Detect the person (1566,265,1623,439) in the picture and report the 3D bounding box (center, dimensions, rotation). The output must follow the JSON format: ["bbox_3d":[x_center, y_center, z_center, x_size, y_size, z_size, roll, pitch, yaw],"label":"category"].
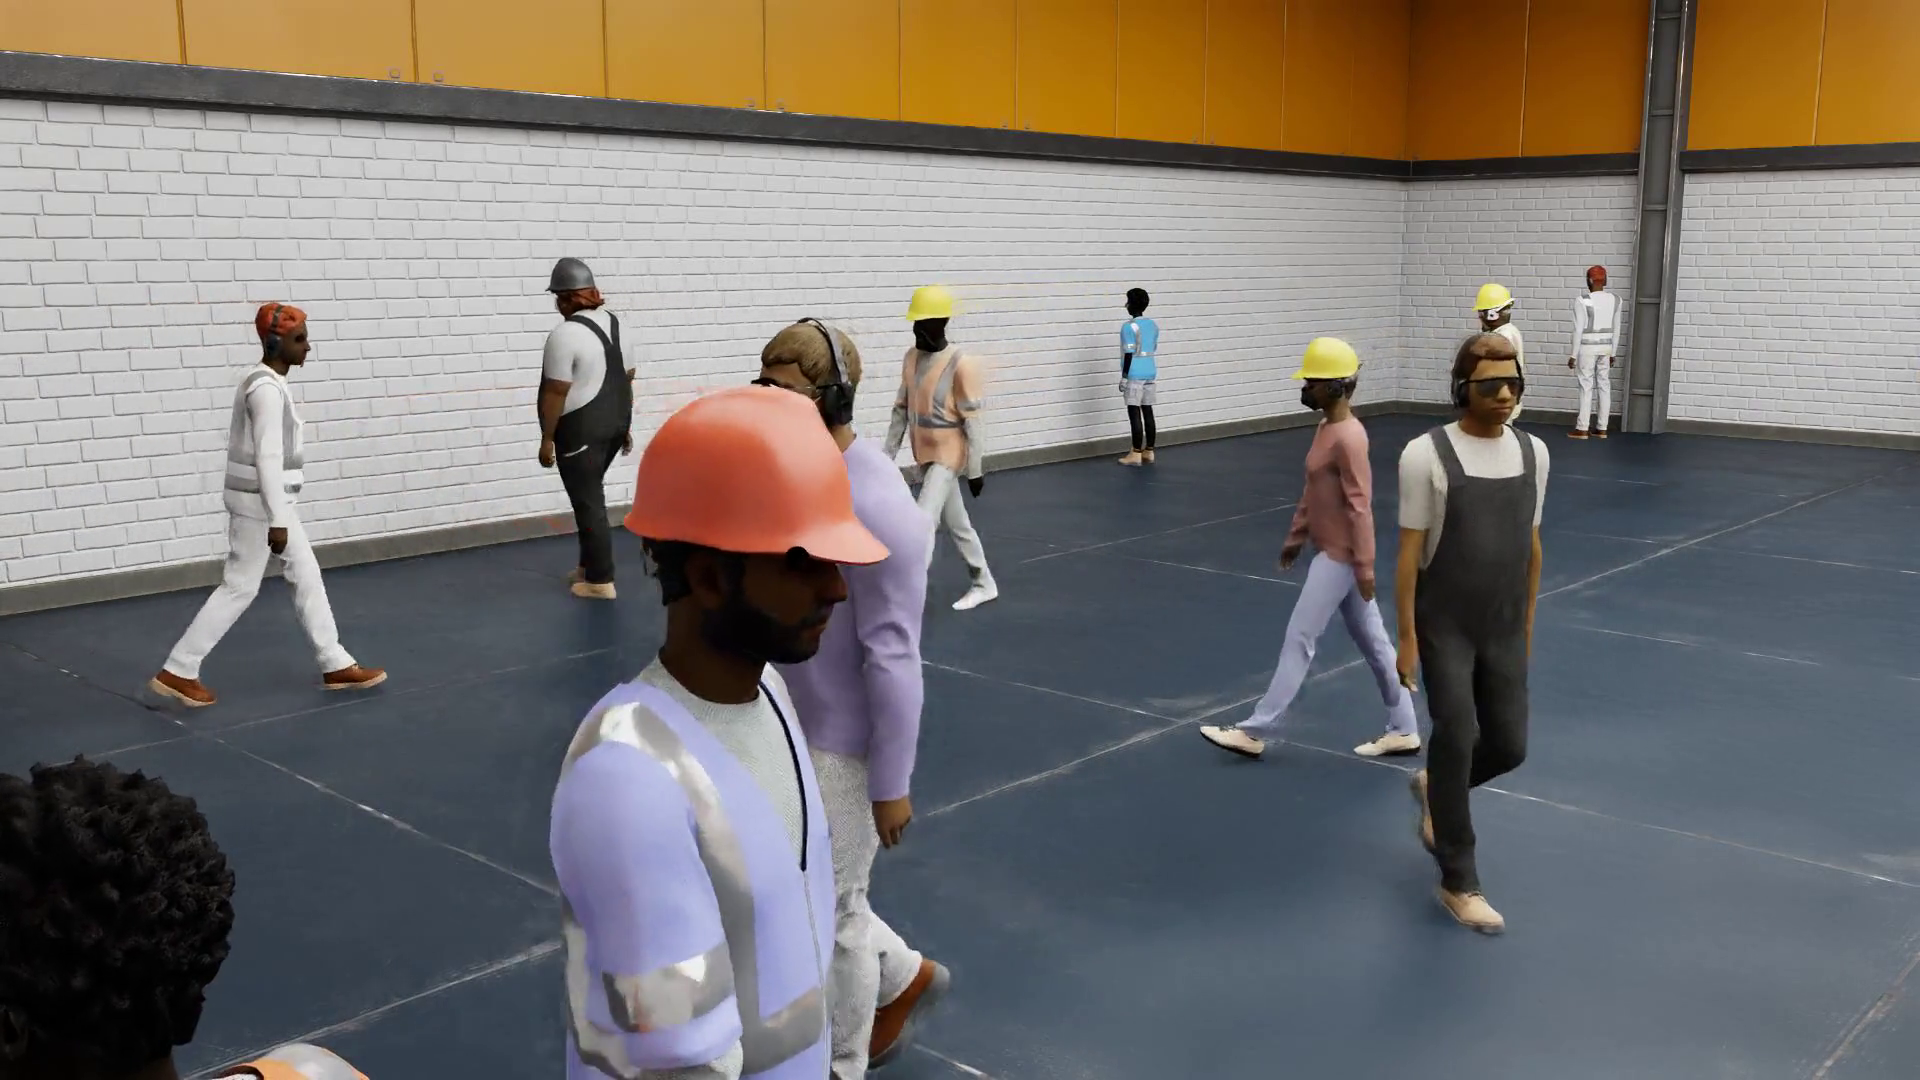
[{"bbox_3d":[6.909,-2.040,18.140,0.574,1.886,0.356,-3,10,-15],"label":"person"}]

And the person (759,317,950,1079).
[{"bbox_3d":[-0.269,0.454,3.822,0.512,1.925,0.647,-6,12,-32],"label":"person"}]

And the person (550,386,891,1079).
[{"bbox_3d":[-0.181,0.776,2.022,0.810,1.906,0.558,3,10,14],"label":"person"}]

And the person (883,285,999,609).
[{"bbox_3d":[-0.137,-0.477,9.287,1.009,1.872,0.604,-6,12,-32],"label":"person"}]

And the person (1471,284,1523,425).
[{"bbox_3d":[3.795,-0.908,11.871,0.403,1.822,0.587,4,11,22],"label":"person"}]

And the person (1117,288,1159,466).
[{"bbox_3d":[1.702,-1.559,15.938,0.320,1.695,0.537,8,13,39],"label":"person"}]

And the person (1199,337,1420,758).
[{"bbox_3d":[1.465,0.051,6.697,0.920,1.717,0.525,1,10,6],"label":"person"}]

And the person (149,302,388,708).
[{"bbox_3d":[-3.223,-0.156,7.579,0.983,1.841,0.630,-3,10,-18],"label":"person"}]

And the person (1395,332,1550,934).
[{"bbox_3d":[1.560,0.261,5.202,0.513,1.829,0.606,-2,10,-12],"label":"person"}]

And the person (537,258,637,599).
[{"bbox_3d":[-2.299,-0.674,9.916,0.673,2.000,0.710,4,11,23],"label":"person"}]

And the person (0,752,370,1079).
[{"bbox_3d":[-0.635,1.003,1.378,0.321,1.691,0.532,3,10,16],"label":"person"}]
